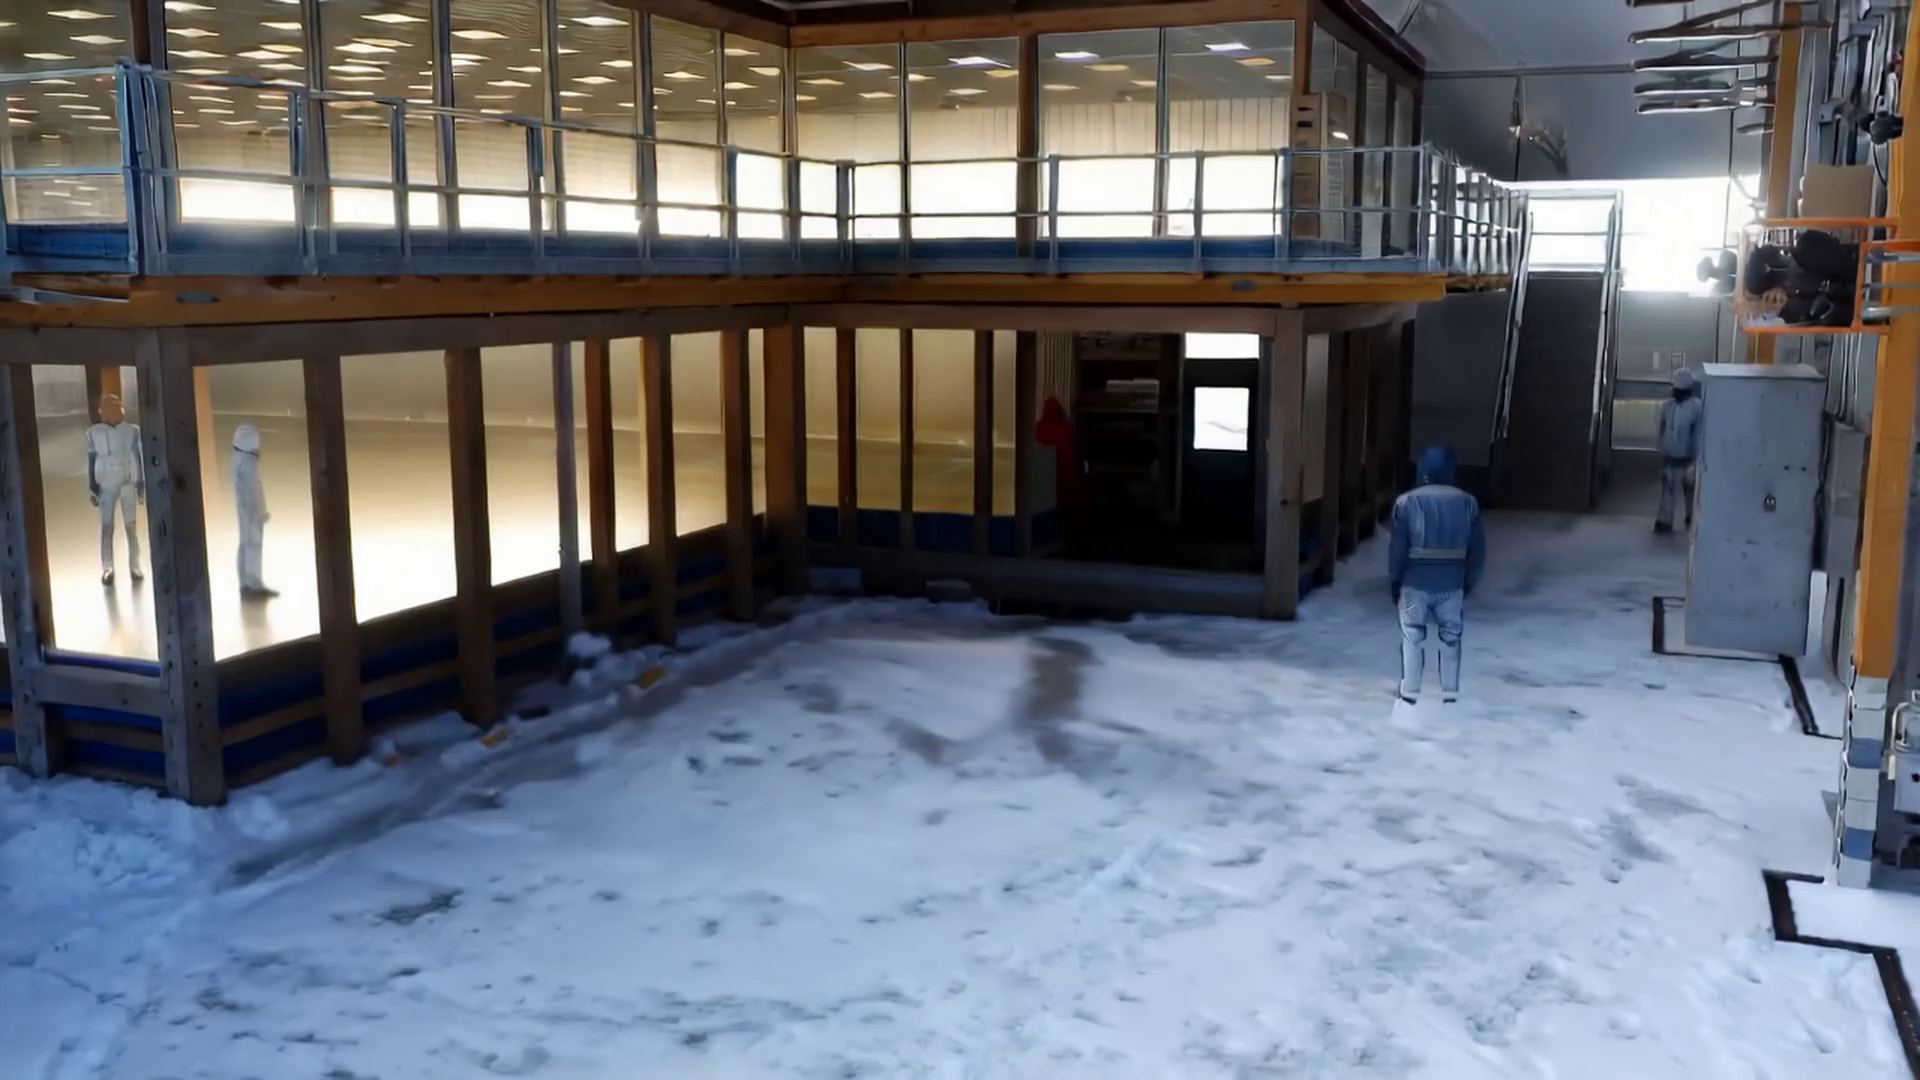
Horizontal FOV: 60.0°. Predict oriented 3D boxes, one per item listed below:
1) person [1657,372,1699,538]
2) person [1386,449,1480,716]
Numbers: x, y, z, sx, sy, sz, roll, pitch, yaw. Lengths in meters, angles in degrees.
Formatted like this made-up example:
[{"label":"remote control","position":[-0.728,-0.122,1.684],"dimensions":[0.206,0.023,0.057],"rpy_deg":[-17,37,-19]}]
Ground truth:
[{"label":"person","position":[8.431,-1.016,19.347],"dimensions":[0.623,1.921,1.062],"rpy_deg":[7,12,38]},{"label":"person","position":[3.230,0.297,11.433],"dimensions":[0.621,1.845,0.429],"rpy_deg":[0,9,-2]}]
